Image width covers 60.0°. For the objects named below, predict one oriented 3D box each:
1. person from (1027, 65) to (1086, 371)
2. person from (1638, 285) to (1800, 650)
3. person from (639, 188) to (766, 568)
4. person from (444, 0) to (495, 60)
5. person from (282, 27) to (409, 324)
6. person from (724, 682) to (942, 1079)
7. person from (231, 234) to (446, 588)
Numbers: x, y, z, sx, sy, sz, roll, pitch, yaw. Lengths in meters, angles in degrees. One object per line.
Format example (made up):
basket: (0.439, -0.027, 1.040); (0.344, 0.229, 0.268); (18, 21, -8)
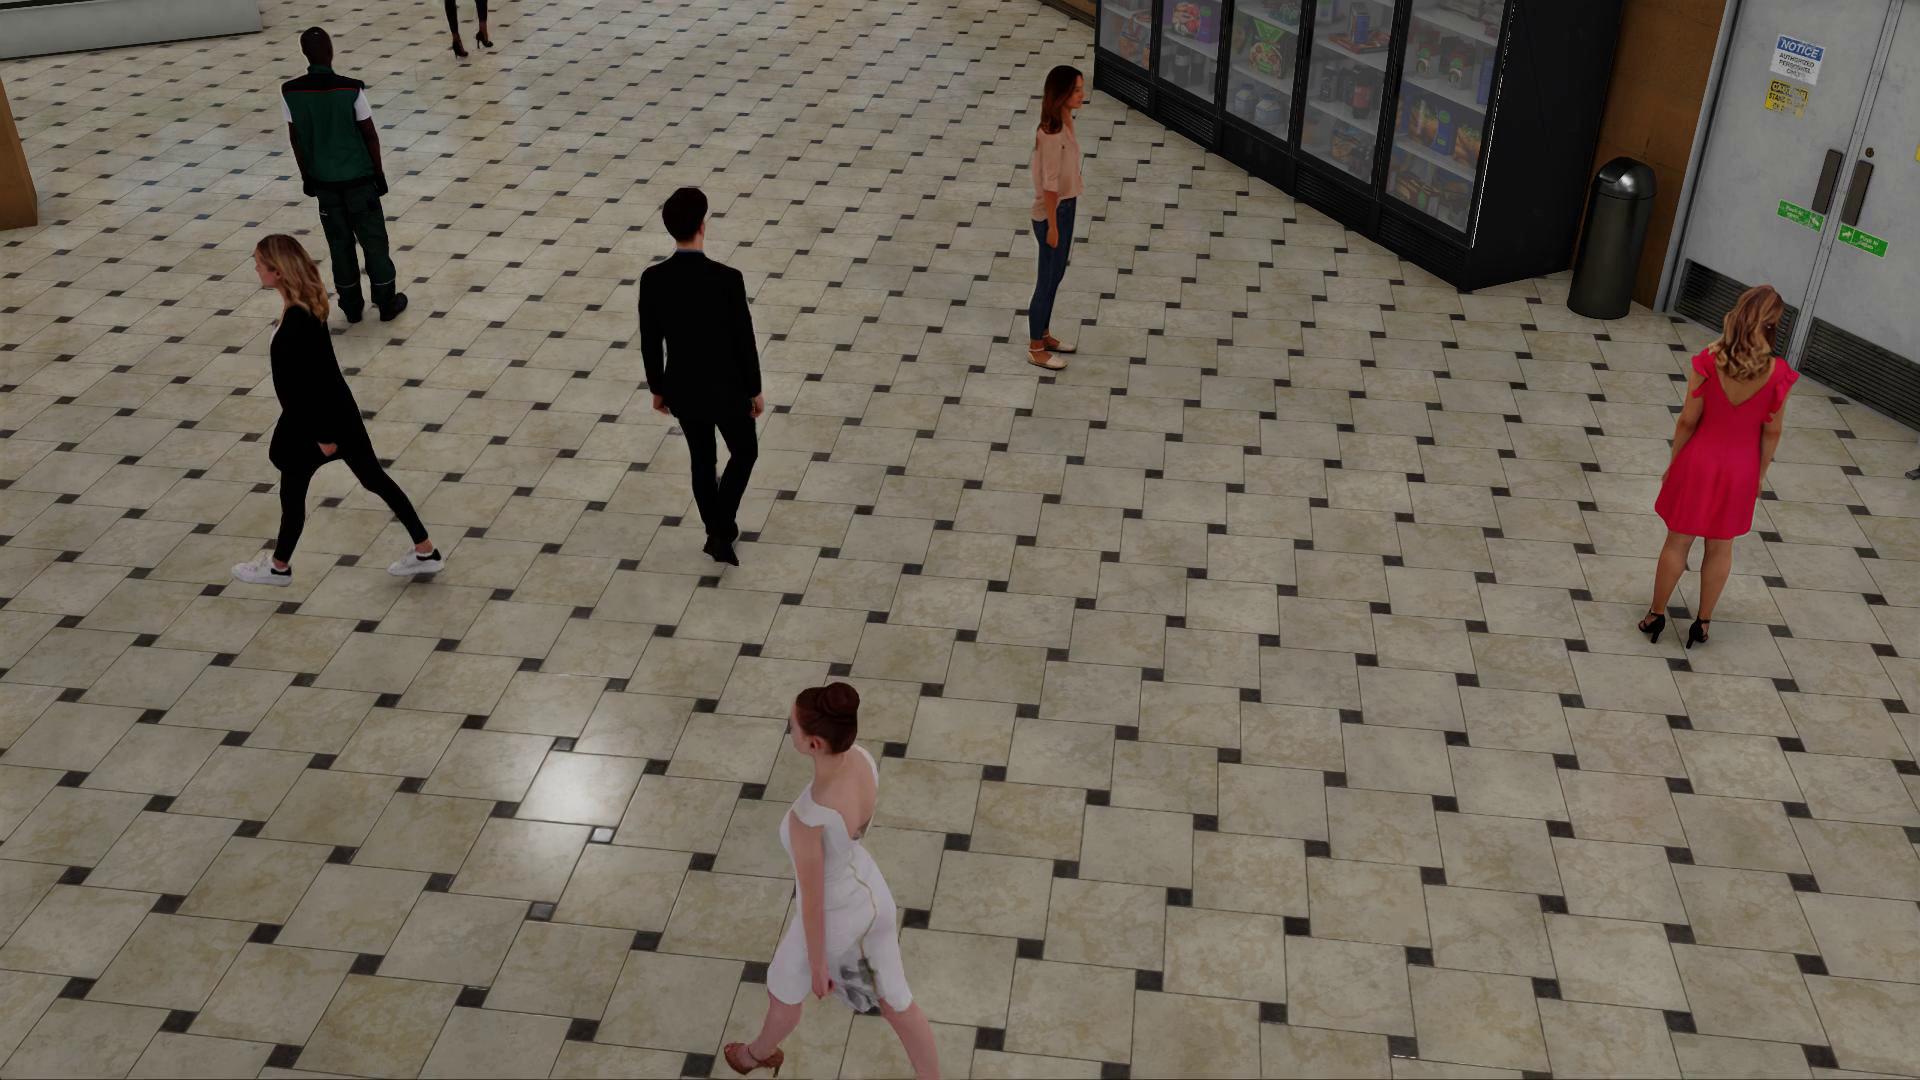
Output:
person: (0.551, -1.891, 9.739); (0.720, 1.790, 0.673); (9, 33, 14)
person: (3.287, -0.299, 7.239); (0.663, 1.728, 0.719); (12, 34, 18)
person: (-1.185, -0.667, 7.687); (0.961, 1.879, 1.007); (4, 32, 7)
person: (-4.691, -5.331, 15.240); (0.803, 1.818, 0.861); (10, 33, 15)
person: (-3.791, -2.225, 10.228); (0.674, 1.840, 0.822); (-3, 32, -4)
person: (-0.259, 1.173, 4.863); (1.057, 1.738, 1.079); (15, 35, 23)
person: (-2.798, -0.519, 7.577); (1.274, 1.744, 0.915); (-3, 32, -4)
